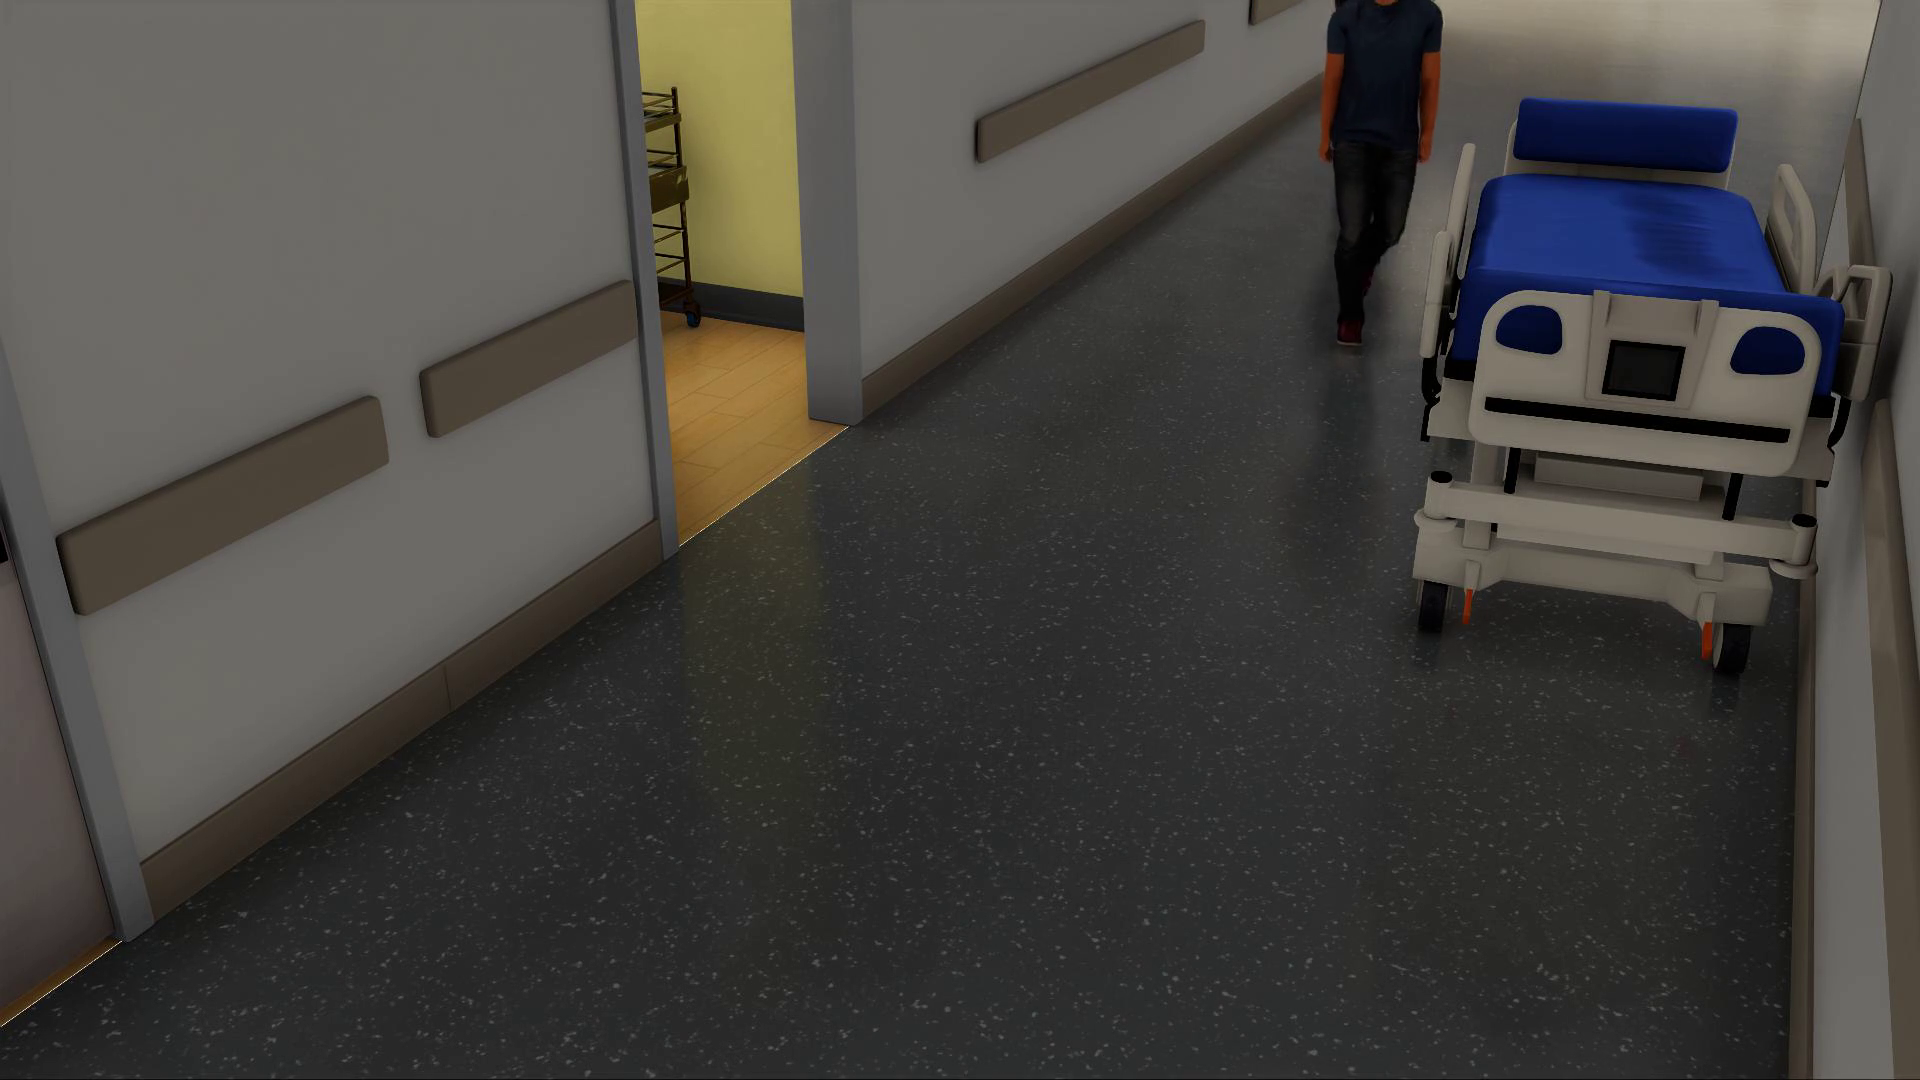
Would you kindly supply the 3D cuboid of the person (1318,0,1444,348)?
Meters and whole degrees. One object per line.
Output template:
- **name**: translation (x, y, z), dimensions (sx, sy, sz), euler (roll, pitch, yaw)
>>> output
- **person**: translation (1.837, -1.797, 7.399), dimensions (1.012, 1.791, 0.923), euler (3, 26, 5)
